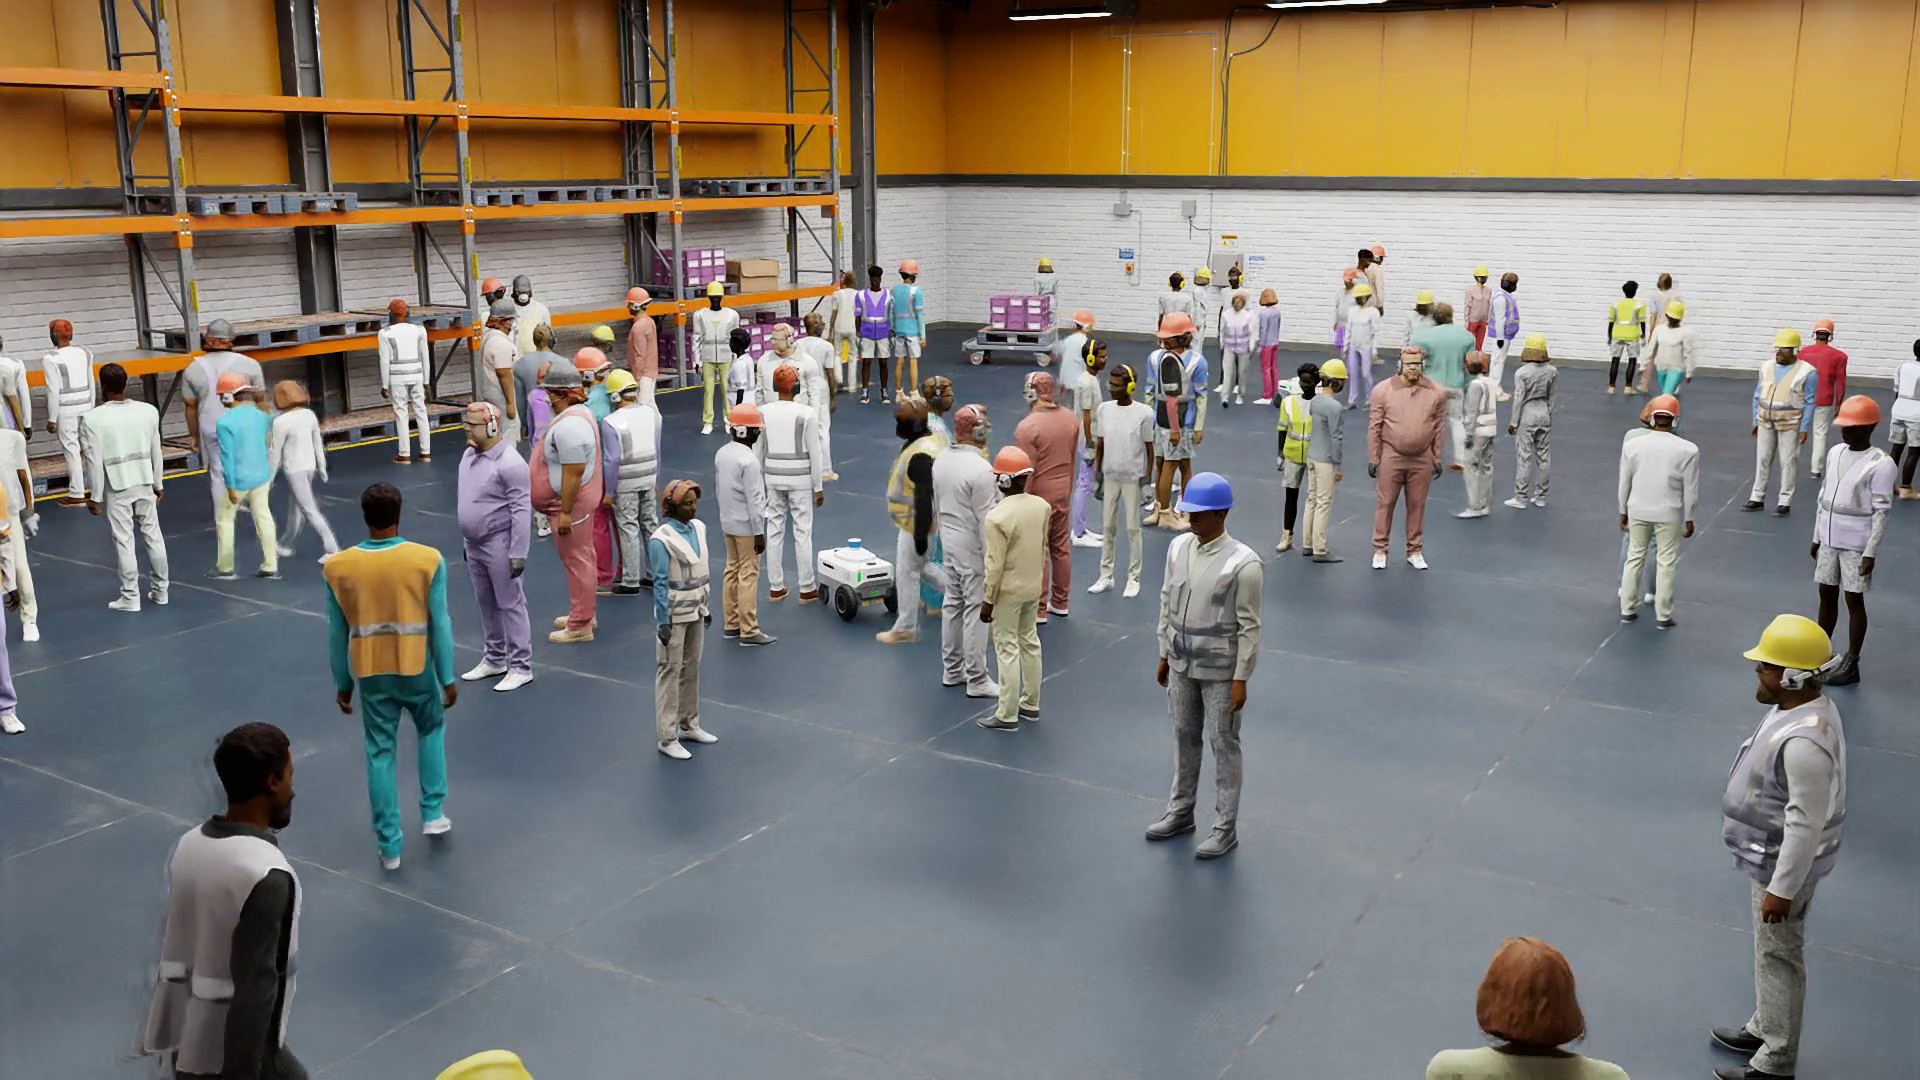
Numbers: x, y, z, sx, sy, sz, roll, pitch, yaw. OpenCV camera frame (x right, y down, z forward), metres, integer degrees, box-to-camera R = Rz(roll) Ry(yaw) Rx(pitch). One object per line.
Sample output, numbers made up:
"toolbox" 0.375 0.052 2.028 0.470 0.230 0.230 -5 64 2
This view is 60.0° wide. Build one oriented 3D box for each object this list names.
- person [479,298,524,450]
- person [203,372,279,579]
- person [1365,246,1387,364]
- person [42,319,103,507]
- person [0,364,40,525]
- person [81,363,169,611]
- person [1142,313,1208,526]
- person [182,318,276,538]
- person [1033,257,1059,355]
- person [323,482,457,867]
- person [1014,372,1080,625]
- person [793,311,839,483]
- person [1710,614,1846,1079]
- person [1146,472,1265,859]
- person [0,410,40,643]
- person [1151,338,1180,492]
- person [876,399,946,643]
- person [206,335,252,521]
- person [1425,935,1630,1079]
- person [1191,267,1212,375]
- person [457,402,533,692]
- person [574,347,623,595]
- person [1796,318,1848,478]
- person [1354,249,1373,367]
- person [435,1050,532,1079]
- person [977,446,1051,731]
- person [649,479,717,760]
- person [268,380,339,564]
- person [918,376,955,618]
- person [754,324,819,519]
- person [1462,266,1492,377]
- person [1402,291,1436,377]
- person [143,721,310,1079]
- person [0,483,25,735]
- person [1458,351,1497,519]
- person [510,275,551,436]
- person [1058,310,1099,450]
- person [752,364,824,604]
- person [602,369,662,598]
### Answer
"person" -4.707 -1.505 17.333 0.535 2.000 0.686 -7 14 -26
"person" -6.002 -0.526 13.777 0.720 1.723 0.573 5 14 21
"person" 7.003 -3.980 28.192 0.392 1.985 0.610 -5 14 -19
"person" -8.902 -1.270 16.663 0.355 1.882 0.575 4 14 16
"person" -9.124 -1.047 15.775 0.506 1.846 0.346 0 13 2
"person" -6.418 -0.404 12.824 0.392 1.920 0.587 9 16 33
"person" 2.008 -1.108 15.626 0.609 2.036 0.403 8 15 30
"person" -6.676 -1.028 15.267 0.734 2.000 0.536 -1 13 -4
"person" 1.505 -4.112 29.323 0.484 1.735 0.342 -6 14 -26
"person" -2.828 0.661 8.313 0.607 1.876 0.630 -2 13 -8
"person" 0.606 -0.320 12.485 0.403 1.911 0.637 12 17 41
"person" -1.571 -1.527 17.866 0.506 1.842 0.348 5 14 19
"person" 3.040 1.169 6.193 0.403 1.830 0.599 6 14 24
"person" 1.228 0.616 8.336 0.388 1.948 0.605 -11 17 -40
"person" -6.902 -0.162 11.919 0.503 1.861 0.329 -7 15 -28
"person" 2.209 -1.316 17.412 0.315 1.635 0.526 -4 14 -17
"person" -0.234 -0.120 11.866 0.696 1.805 0.682 0 13 0
"person" -7.154 -1.126 16.114 0.394 1.846 0.564 1 13 6
"person" 1.375 1.770 4.086 0.516 1.609 0.714 1 13 6
"person" 3.844 -3.471 26.518 0.298 1.743 0.484 4 14 19
"person" -3.084 0.039 10.920 0.652 1.910 0.403 11 17 41
"person" -2.881 -0.550 13.317 0.408 1.987 0.616 6 14 23
"person" 9.334 -1.545 18.168 0.575 1.738 0.353 5 14 23
"person" 6.686 -3.885 27.836 0.372 1.960 0.604 4 13 15
"person" -0.946 1.858 3.374 0.339 1.761 0.524 -6 14 -24
"person" 0.317 0.293 10.161 0.324 1.752 0.562 10 16 37
"person" -1.623 0.450 9.734 0.310 1.638 0.523 5 14 22
"person" -5.707 -0.587 14.344 0.850 1.589 0.497 3 13 14
"person" -0.178 -0.328 12.660 0.344 1.846 0.507 -4 14 -17
"person" -1.682 -1.133 16.024 0.651 1.902 0.403 4 13 16
"person" 8.242 -3.473 26.472 0.524 1.769 0.315 -6 14 -23
"person" 6.195 -2.489 22.305 0.492 1.717 0.680 11 17 40
"person" -2.077 1.465 4.864 0.602 1.847 0.925 10 16 36
"person" -5.931 0.268 9.924 0.391 1.919 0.581 11 17 40
"person" 5.019 -1.012 16.095 0.330 1.630 0.589 7 15 27
"person" -5.463 -2.321 20.874 0.683 2.000 0.535 -4 13 -16
"person" 1.448 -1.842 19.533 0.908 1.697 0.586 -5 14 -21
"person" -1.336 -0.431 13.024 0.573 1.883 0.355 4 14 17
"person" -2.622 -0.447 13.228 0.404 1.822 0.589 9 16 34
